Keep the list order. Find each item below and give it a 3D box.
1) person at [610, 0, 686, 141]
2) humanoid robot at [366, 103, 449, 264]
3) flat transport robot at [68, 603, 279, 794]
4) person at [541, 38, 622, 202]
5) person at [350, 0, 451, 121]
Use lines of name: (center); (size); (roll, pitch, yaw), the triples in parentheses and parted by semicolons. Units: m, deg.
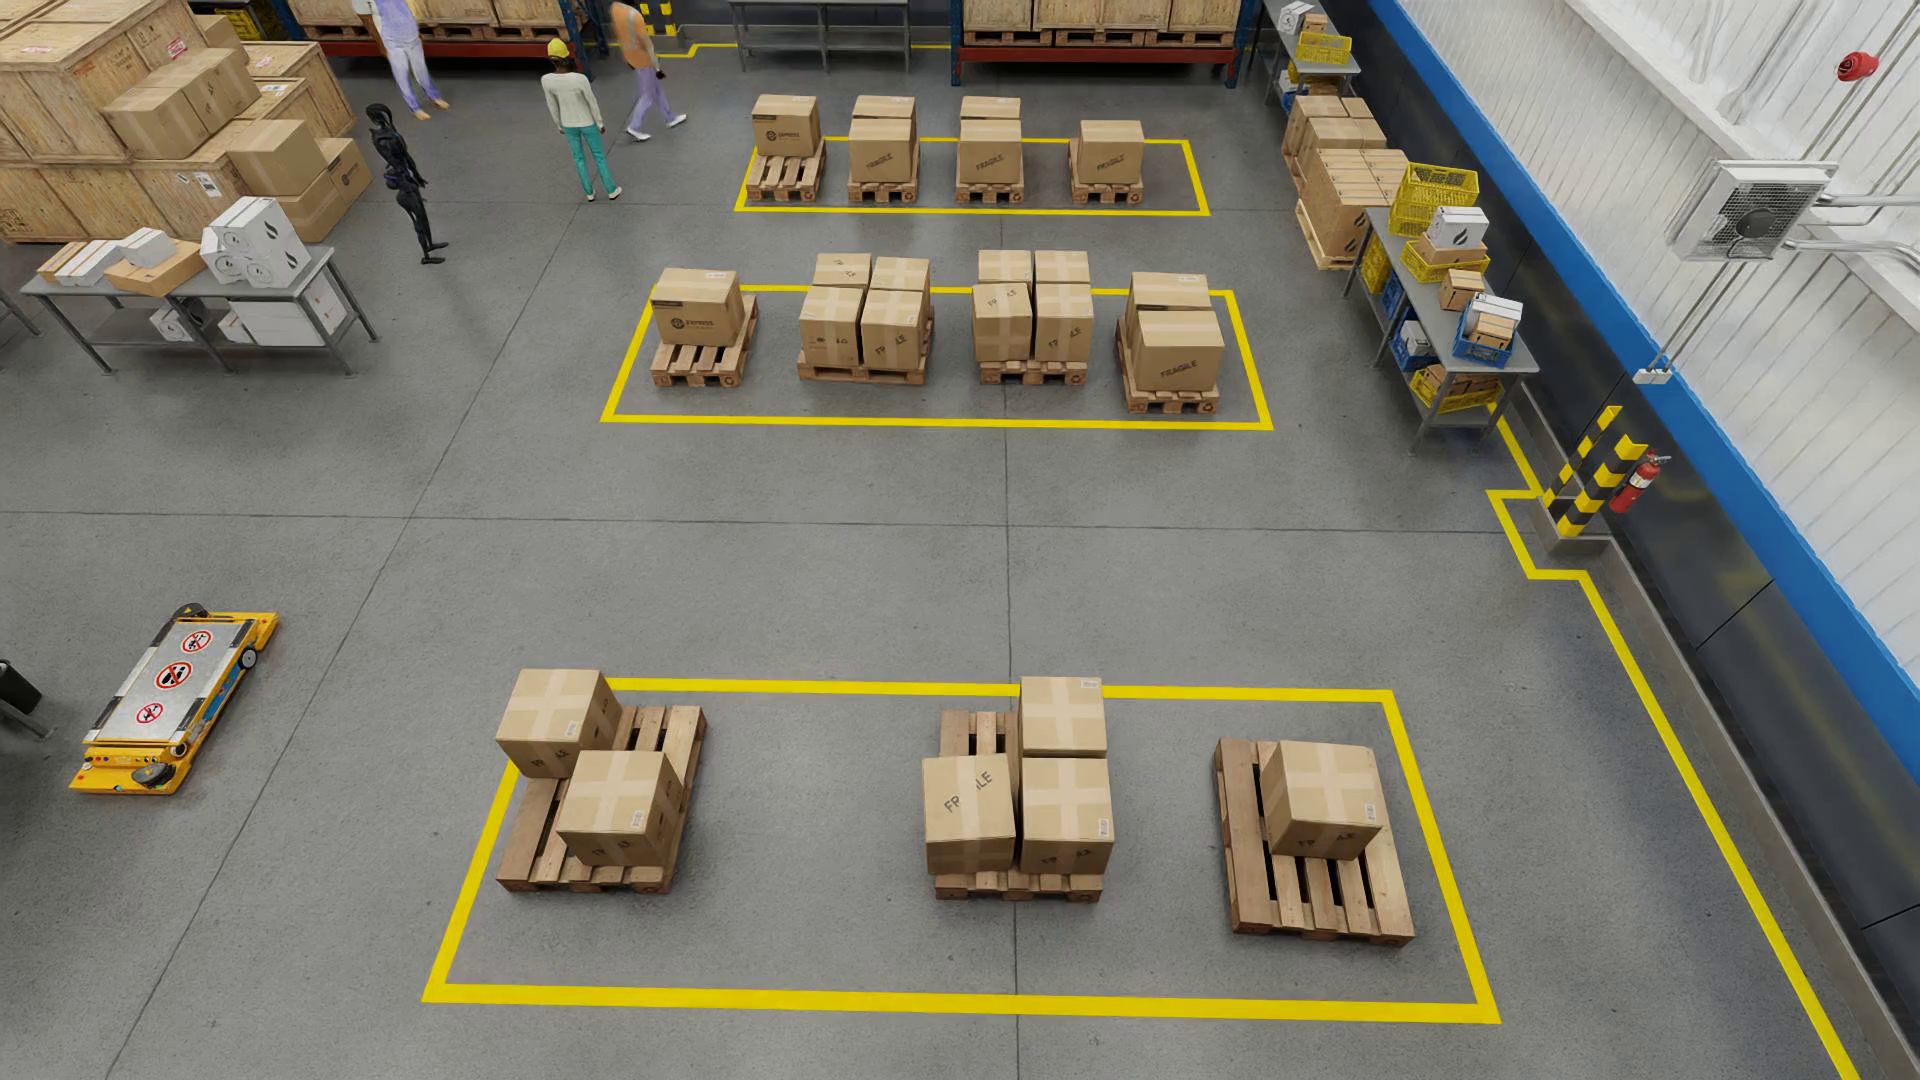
person: (-3.973, -5.968, 11.356); (0.876, 1.891, 0.608); (-37, 59, -27)
humanoid robot: (-5.795, -3.730, 9.604); (0.365, 1.648, 0.601); (-11, 51, -9)
flat transport robot: (-5.504, 1.072, 6.442); (0.652, 0.197, 1.431); (1, 50, 1)
person: (-4.310, -4.723, 10.381); (0.530, 1.767, 0.326); (-3, 50, -3)
person: (-7.142, -6.441, 11.658); (0.536, 2.000, 0.675); (16, 52, 14)
